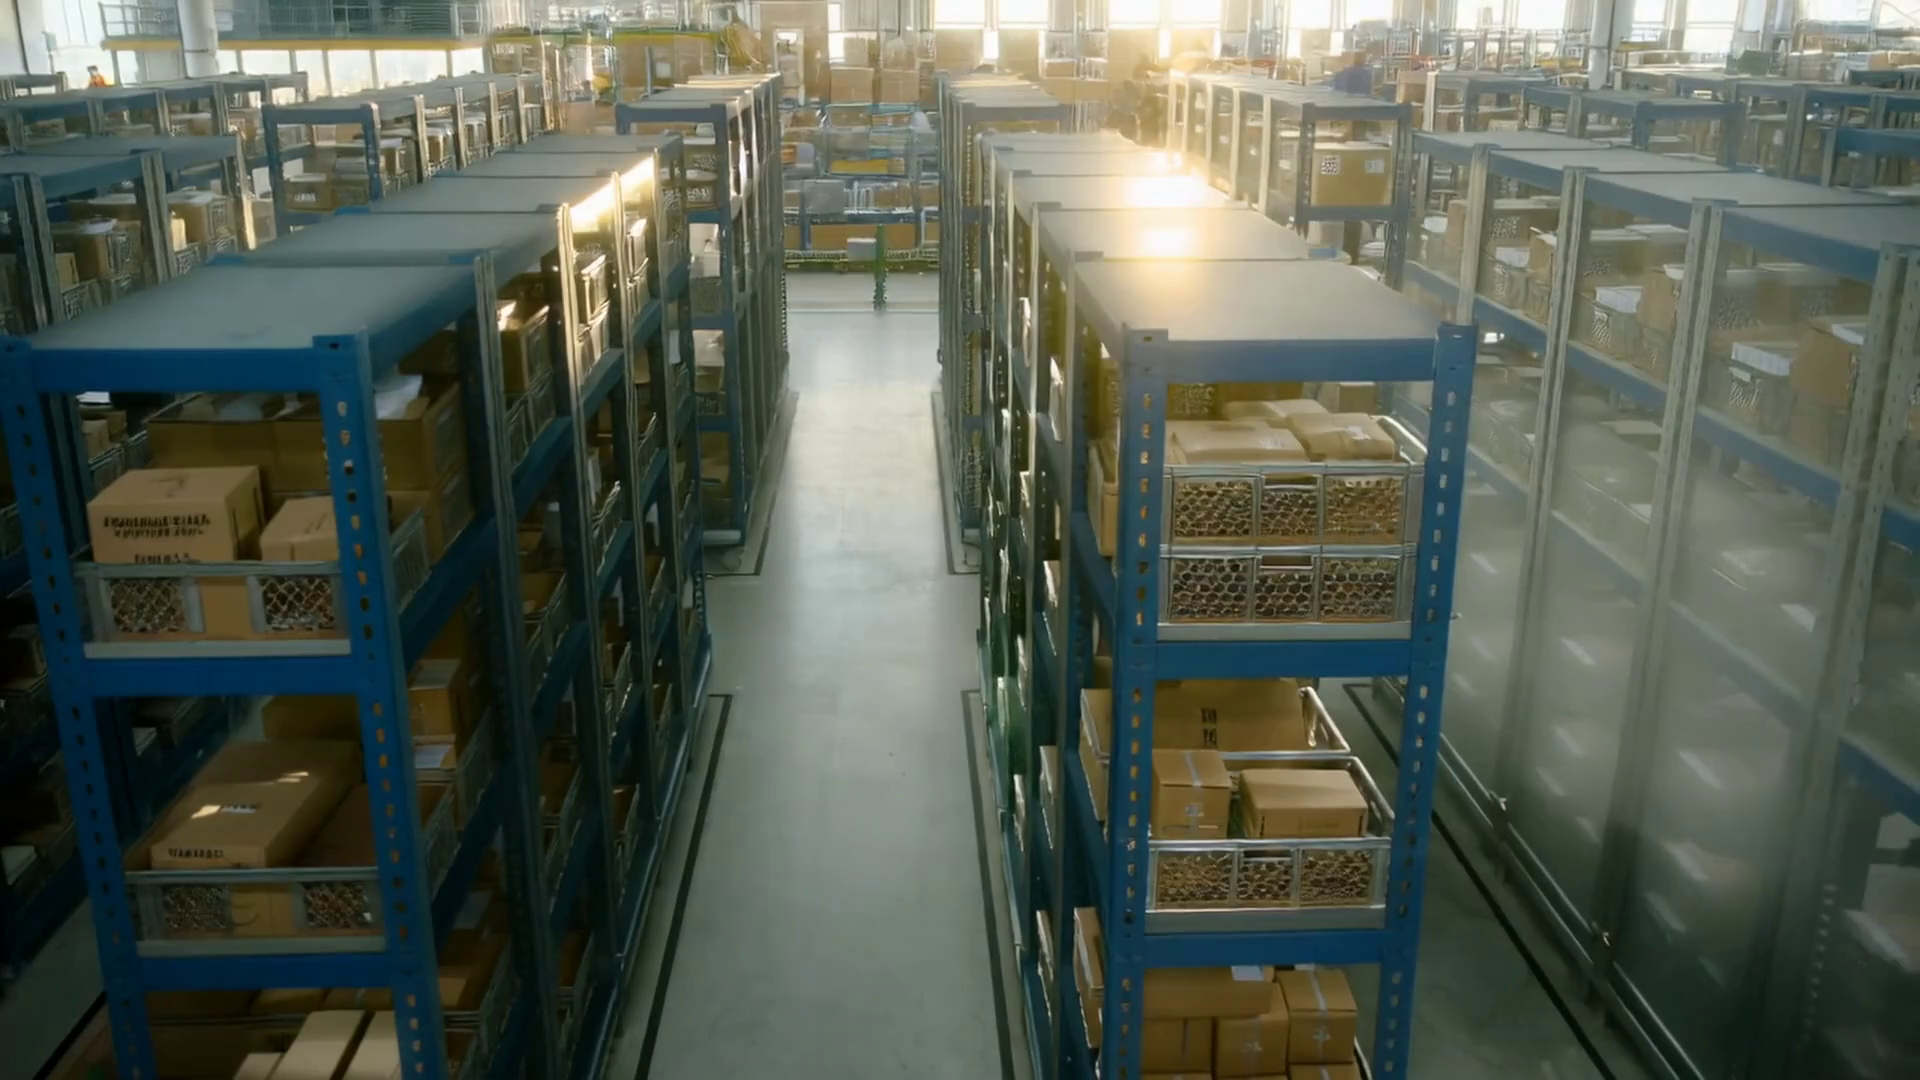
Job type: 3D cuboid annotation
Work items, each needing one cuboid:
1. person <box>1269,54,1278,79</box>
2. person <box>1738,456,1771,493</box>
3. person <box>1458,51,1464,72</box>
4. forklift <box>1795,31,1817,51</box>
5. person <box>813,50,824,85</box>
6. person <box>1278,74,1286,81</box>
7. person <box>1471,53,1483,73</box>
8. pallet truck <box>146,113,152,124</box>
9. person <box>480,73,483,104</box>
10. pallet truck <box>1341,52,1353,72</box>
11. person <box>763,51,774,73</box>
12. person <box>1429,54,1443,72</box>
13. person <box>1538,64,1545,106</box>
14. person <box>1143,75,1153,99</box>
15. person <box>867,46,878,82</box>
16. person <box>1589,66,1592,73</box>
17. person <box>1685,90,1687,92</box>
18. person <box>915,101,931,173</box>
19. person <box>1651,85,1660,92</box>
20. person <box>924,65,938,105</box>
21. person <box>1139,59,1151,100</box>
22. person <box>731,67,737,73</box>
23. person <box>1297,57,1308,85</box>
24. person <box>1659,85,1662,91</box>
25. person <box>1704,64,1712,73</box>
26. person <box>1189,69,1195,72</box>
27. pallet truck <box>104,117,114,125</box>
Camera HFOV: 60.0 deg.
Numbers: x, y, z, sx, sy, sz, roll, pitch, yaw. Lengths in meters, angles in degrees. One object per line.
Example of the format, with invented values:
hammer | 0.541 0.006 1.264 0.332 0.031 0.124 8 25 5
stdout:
person | 15.779 -23.562 83.843 0.429 1.839 0.634 -3 18 -10
person | 6.068 -0.657 12.715 0.396 1.992 0.623 12 21 33
person | 26.105 -24.589 86.907 0.442 1.920 0.635 17 24 42
forklift | 45.898 -26.250 90.495 1.129 2.768 1.873 -1 18 -2
person | -7.685 -25.701 90.483 0.619 1.836 0.431 -11 21 -31
person | 11.170 -15.202 57.830 0.374 1.928 0.542 -7 19 -22
person | 26.952 -24.568 86.945 1.014 1.854 0.643 16 24 40
pallet truck | -18.087 -8.309 36.390 1.885 1.965 0.823 -1 18 -4
person | -17.340 -15.994 60.416 0.504 1.847 0.345 -15 23 -39
pallet truck | 18.794 -23.123 82.231 0.823 1.965 1.885 -13 22 -35
person | -9.861 -24.206 85.703 0.554 1.940 0.443 3 18 8
person | 23.597 -23.119 82.416 0.665 1.874 0.697 1 18 3
person | 24.106 -18.837 69.197 0.510 1.860 0.334 -17 24 -42
person | 6.905 -16.232 61.298 0.410 1.753 0.539 1 18 3
person | -4.862 -26.447 92.543 0.636 1.980 0.564 1 18 2
person | 30.294 -22.212 79.344 0.535 2.000 0.681 10 20 28
person | 30.783 -19.133 69.991 0.662 1.925 0.620 -2 18 -5
person | -0.934 -10.422 43.106 0.426 1.883 0.663 2 18 6
person | 21.689 -13.306 51.994 0.557 1.906 0.645 -2 18 -5
person | -1.301 -19.683 72.035 0.512 1.708 0.790 16 24 40
person | 8.330 -20.707 74.931 0.871 1.884 0.587 3 18 9
person | -8.858 -17.815 65.998 0.939 1.890 0.598 3 18 9
person | 16.148 -21.860 78.528 0.508 1.872 0.329 9 20 25
person | 21.879 -13.568 52.828 0.544 1.906 0.859 -17 24 -41
person | 30.378 -18.501 68.029 0.629 1.937 0.373 5 19 15
person | 8.736 -16.679 62.411 0.988 1.913 0.608 2 18 8
pallet truck | -18.367 -7.885 35.078 1.885 1.965 0.823 1 18 2
